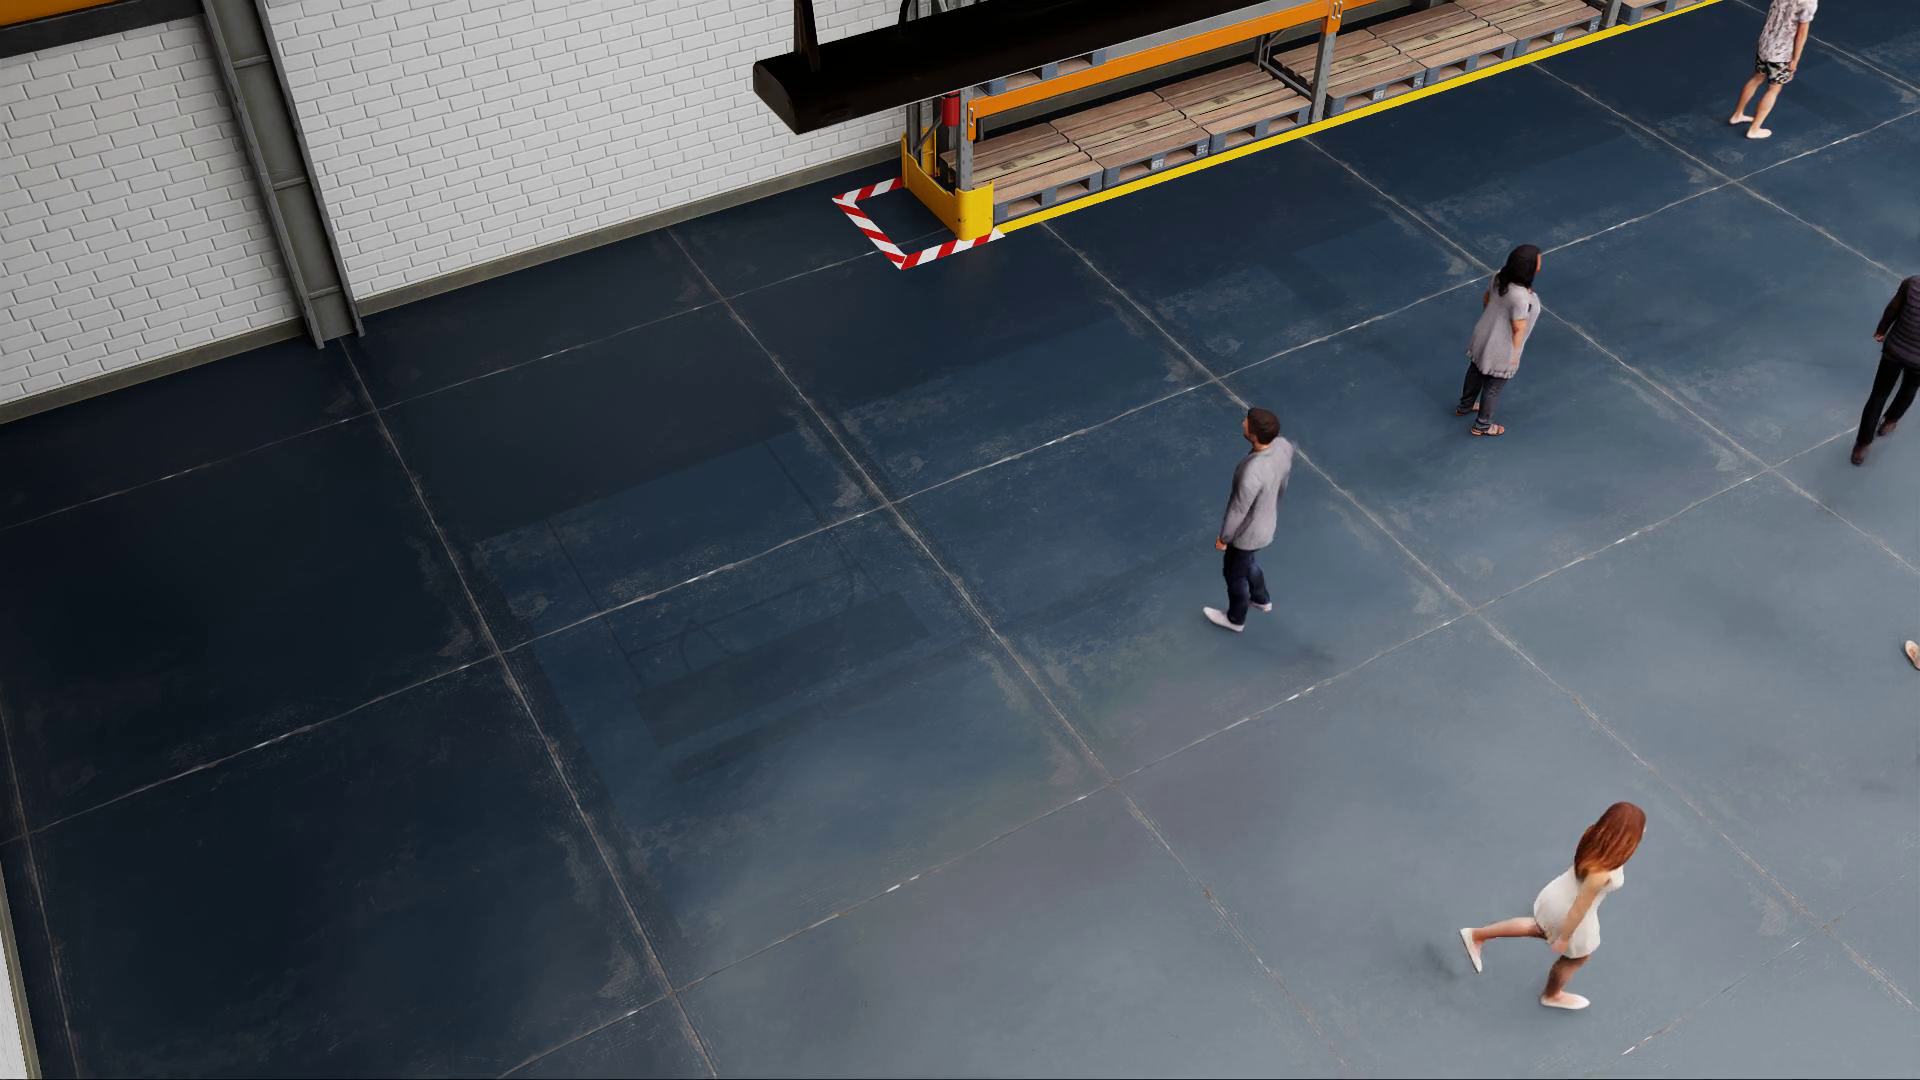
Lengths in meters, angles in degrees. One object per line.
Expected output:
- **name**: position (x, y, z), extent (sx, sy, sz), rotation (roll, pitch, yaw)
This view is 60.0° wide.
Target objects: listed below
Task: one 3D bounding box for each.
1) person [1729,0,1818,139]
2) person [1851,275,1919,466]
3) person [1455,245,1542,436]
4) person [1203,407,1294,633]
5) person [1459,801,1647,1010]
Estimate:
- **person**: position (7.709, -4.663, 15.659), extent (0.645, 1.807, 0.726), rotation (-12, 45, -13)
- **person**: position (6.899, -1.308, 12.136), extent (0.938, 1.809, 1.085), rotation (26, 50, 25)
- **person**: position (4.055, -1.525, 12.509), extent (0.726, 1.609, 0.697), rotation (-11, 45, -11)
- **person**: position (1.945, -0.065, 10.794), extent (0.871, 1.860, 0.764), rotation (25, 49, 24)
- **person**: position (3.152, 1.931, 8.830), extent (1.043, 1.681, 1.001), rotation (15, 46, 15)
